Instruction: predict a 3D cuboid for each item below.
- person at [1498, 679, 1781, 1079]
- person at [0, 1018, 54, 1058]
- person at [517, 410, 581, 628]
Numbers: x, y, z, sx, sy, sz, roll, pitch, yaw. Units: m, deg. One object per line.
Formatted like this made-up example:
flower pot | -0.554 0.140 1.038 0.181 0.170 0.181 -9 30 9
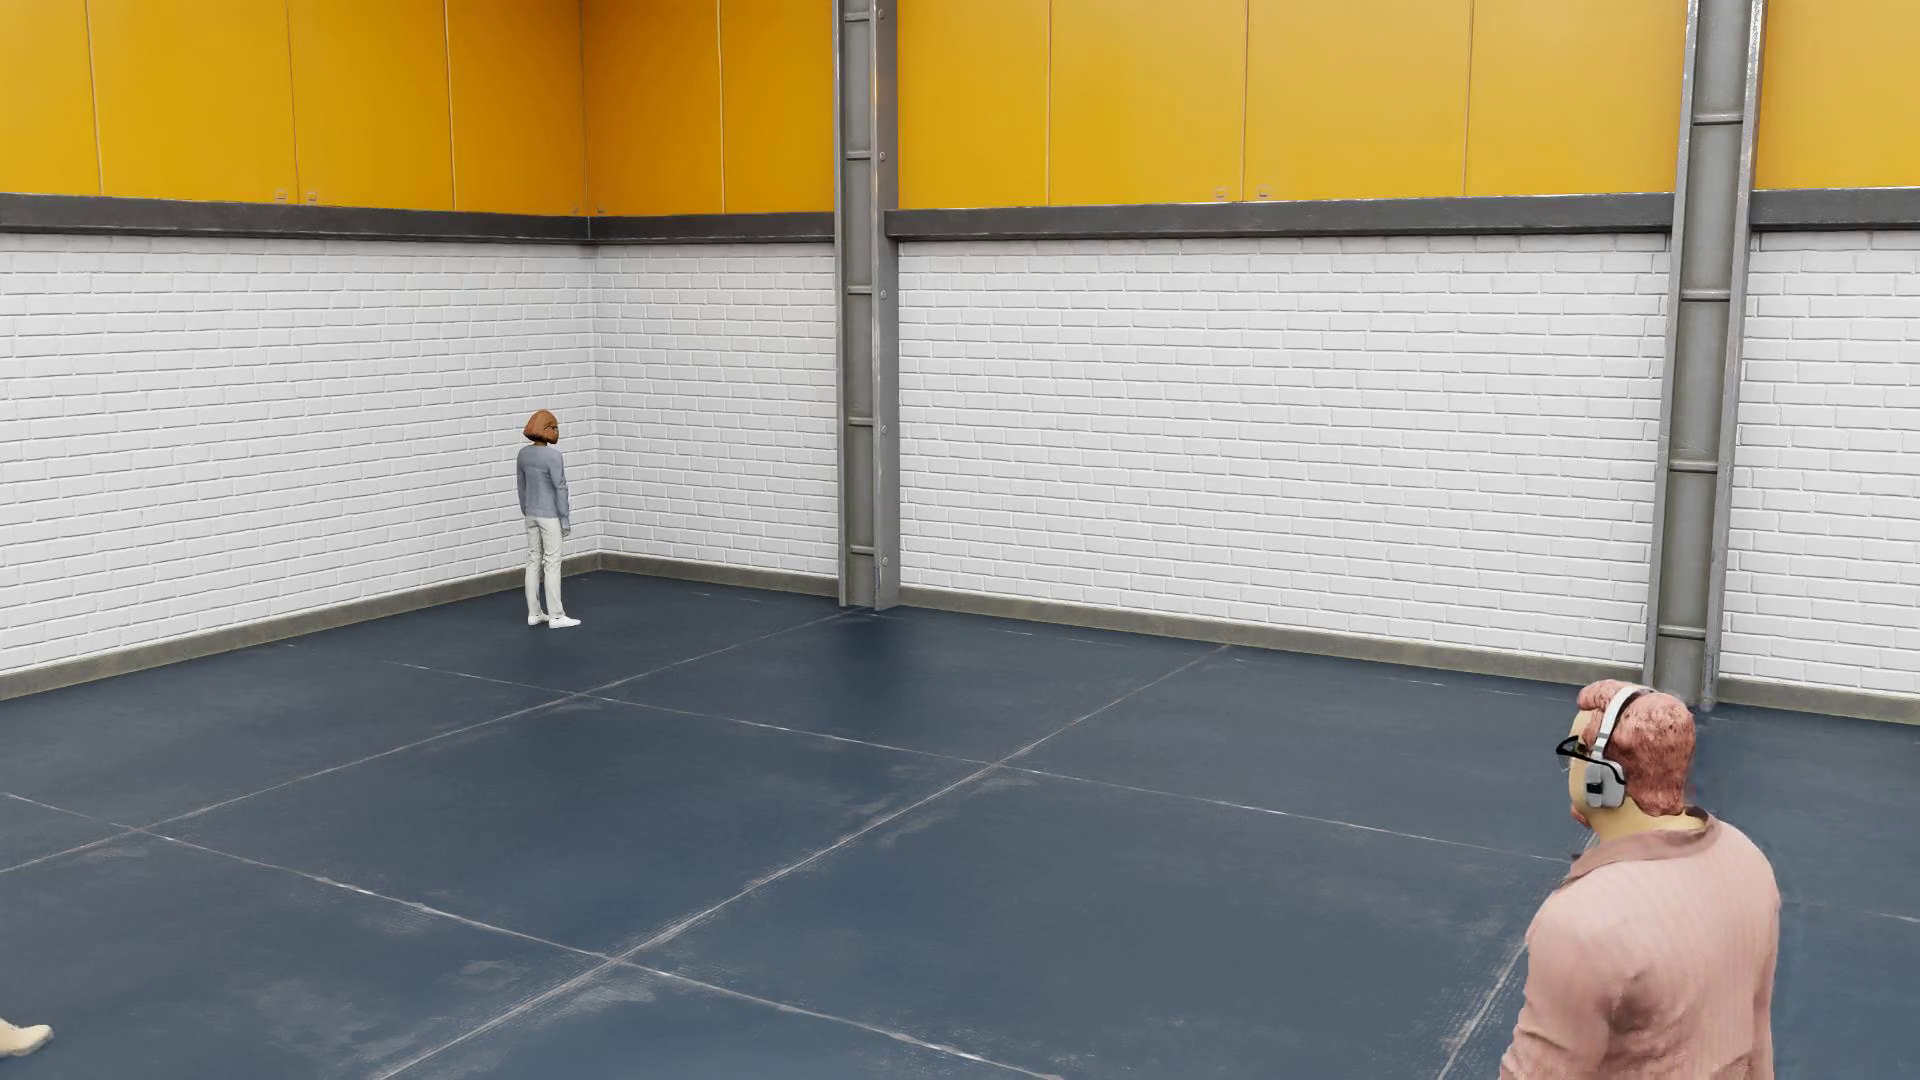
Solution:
person | 1.190 1.188 3.295 0.679 1.873 0.877 -8 12 -40
person | -3.540 0.968 5.375 0.863 1.654 0.534 -7 12 -39
person | -3.106 -0.156 12.467 0.498 1.632 0.286 6 11 35
